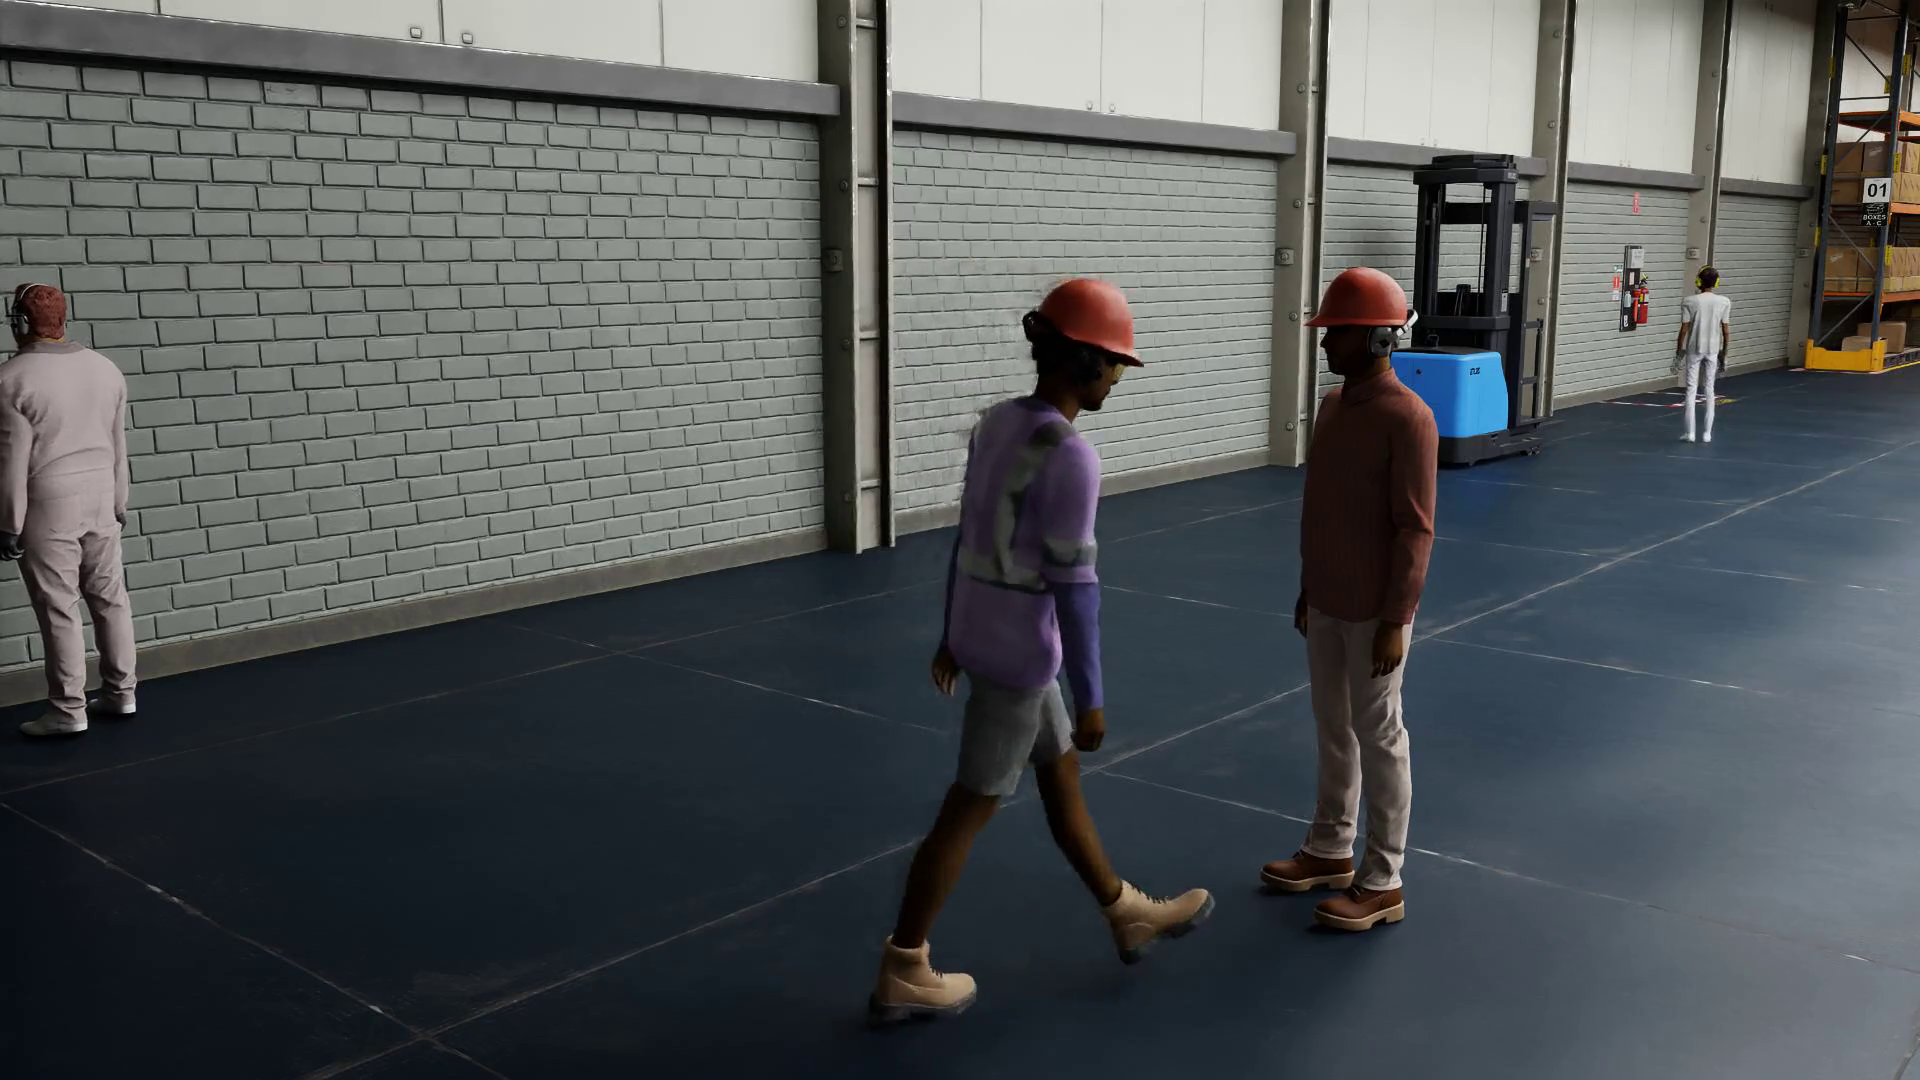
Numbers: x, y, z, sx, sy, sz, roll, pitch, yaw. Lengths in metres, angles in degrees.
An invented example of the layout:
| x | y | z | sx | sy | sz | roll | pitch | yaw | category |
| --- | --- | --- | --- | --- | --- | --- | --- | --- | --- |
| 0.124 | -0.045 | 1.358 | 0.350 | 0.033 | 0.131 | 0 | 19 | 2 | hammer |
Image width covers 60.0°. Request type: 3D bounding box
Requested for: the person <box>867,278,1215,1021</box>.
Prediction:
| x | y | z | sx | sy | sz | roll | pitch | yaw | category |
| --- | --- | --- | --- | --- | --- | --- | --- | --- | --- |
| 0.221 | 0.301 | 4.452 | 1.093 | 1.970 | 0.660 | -3 | 10 | -15 | person |

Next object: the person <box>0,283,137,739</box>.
| x | y | z | sx | sy | sz | roll | pitch | yaw | category |
| --- | --- | --- | --- | --- | --- | --- | --- | --- | --- |
| -3.826 | -0.124 | 7.049 | 0.399 | 1.909 | 0.642 | 4 | 11 | 20 | person |

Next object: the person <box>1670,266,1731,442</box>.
| x | y | z | sx | sy | sz | roll | pitch | yaw | category |
| --- | --- | --- | --- | --- | --- | --- | --- | --- | --- |
| 7.885 | -1.964 | 17.732 | 0.572 | 1.867 | 0.544 | 2 | 10 | 12 | person |

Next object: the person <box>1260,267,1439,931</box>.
| x | y | z | sx | sy | sz | roll | pitch | yaw | category |
| --- | --- | --- | --- | --- | --- | --- | --- | --- | --- |
| 1.209 | 0.174 | 5.100 | 0.376 | 1.995 | 0.612 | -3 | 10 | -17 | person |

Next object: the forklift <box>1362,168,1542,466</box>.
| x | y | z | sx | sy | sz | roll | pitch | yaw | category |
| --- | --- | --- | --- | --- | --- | --- | --- | --- | --- |
| 4.875 | -2.212 | 16.287 | 1.129 | 2.768 | 1.873 | 8 | 13 | 40 | forklift |
